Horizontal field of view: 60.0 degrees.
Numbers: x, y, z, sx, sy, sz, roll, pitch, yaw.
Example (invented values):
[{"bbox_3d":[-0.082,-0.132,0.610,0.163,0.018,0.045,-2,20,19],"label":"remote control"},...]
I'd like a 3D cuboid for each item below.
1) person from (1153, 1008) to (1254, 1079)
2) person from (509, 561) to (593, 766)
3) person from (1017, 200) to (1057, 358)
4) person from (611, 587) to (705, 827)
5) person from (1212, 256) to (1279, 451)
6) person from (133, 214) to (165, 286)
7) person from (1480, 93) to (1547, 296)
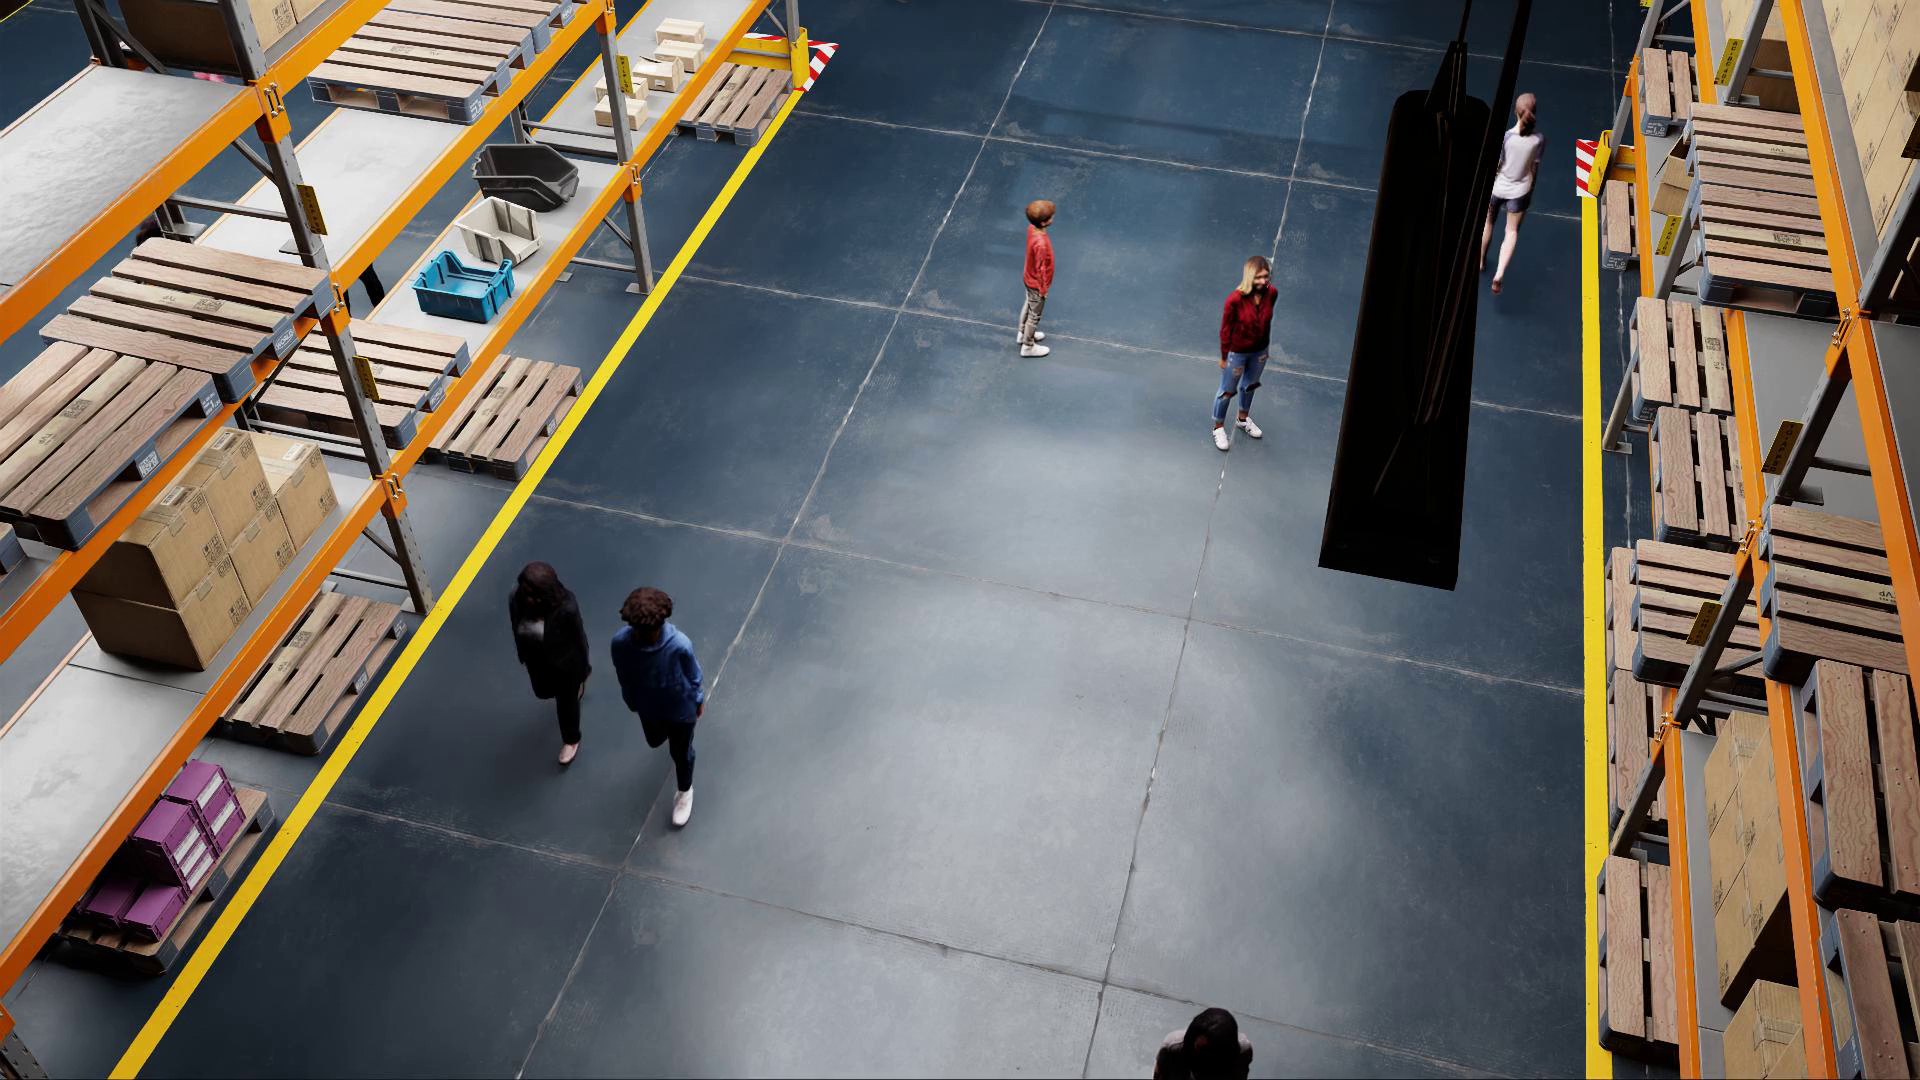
[{"bbox_3d":[1.180,2.743,8.206,0.708,1.609,0.740,-1,44,-1],"label":"person"},{"bbox_3d":[-2.498,0.669,10.396,0.633,1.592,0.873,10,45,10],"label":"person"},{"bbox_3d":[0.612,-2.124,13.457,0.648,1.413,0.536,-7,44,-7],"label":"person"},{"bbox_3d":[-1.751,0.889,10.022,0.744,1.788,1.021,6,44,6],"label":"person"},{"bbox_3d":[2.159,-1.439,12.576,0.685,1.635,0.734,-19,47,-19],"label":"person"},{"bbox_3d":[-6.102,-1.747,12.913,0.710,1.616,0.930,5,44,5],"label":"person"},{"bbox_3d":[4.626,-2.880,14.014,0.571,1.740,0.965,11,45,11],"label":"person"}]
